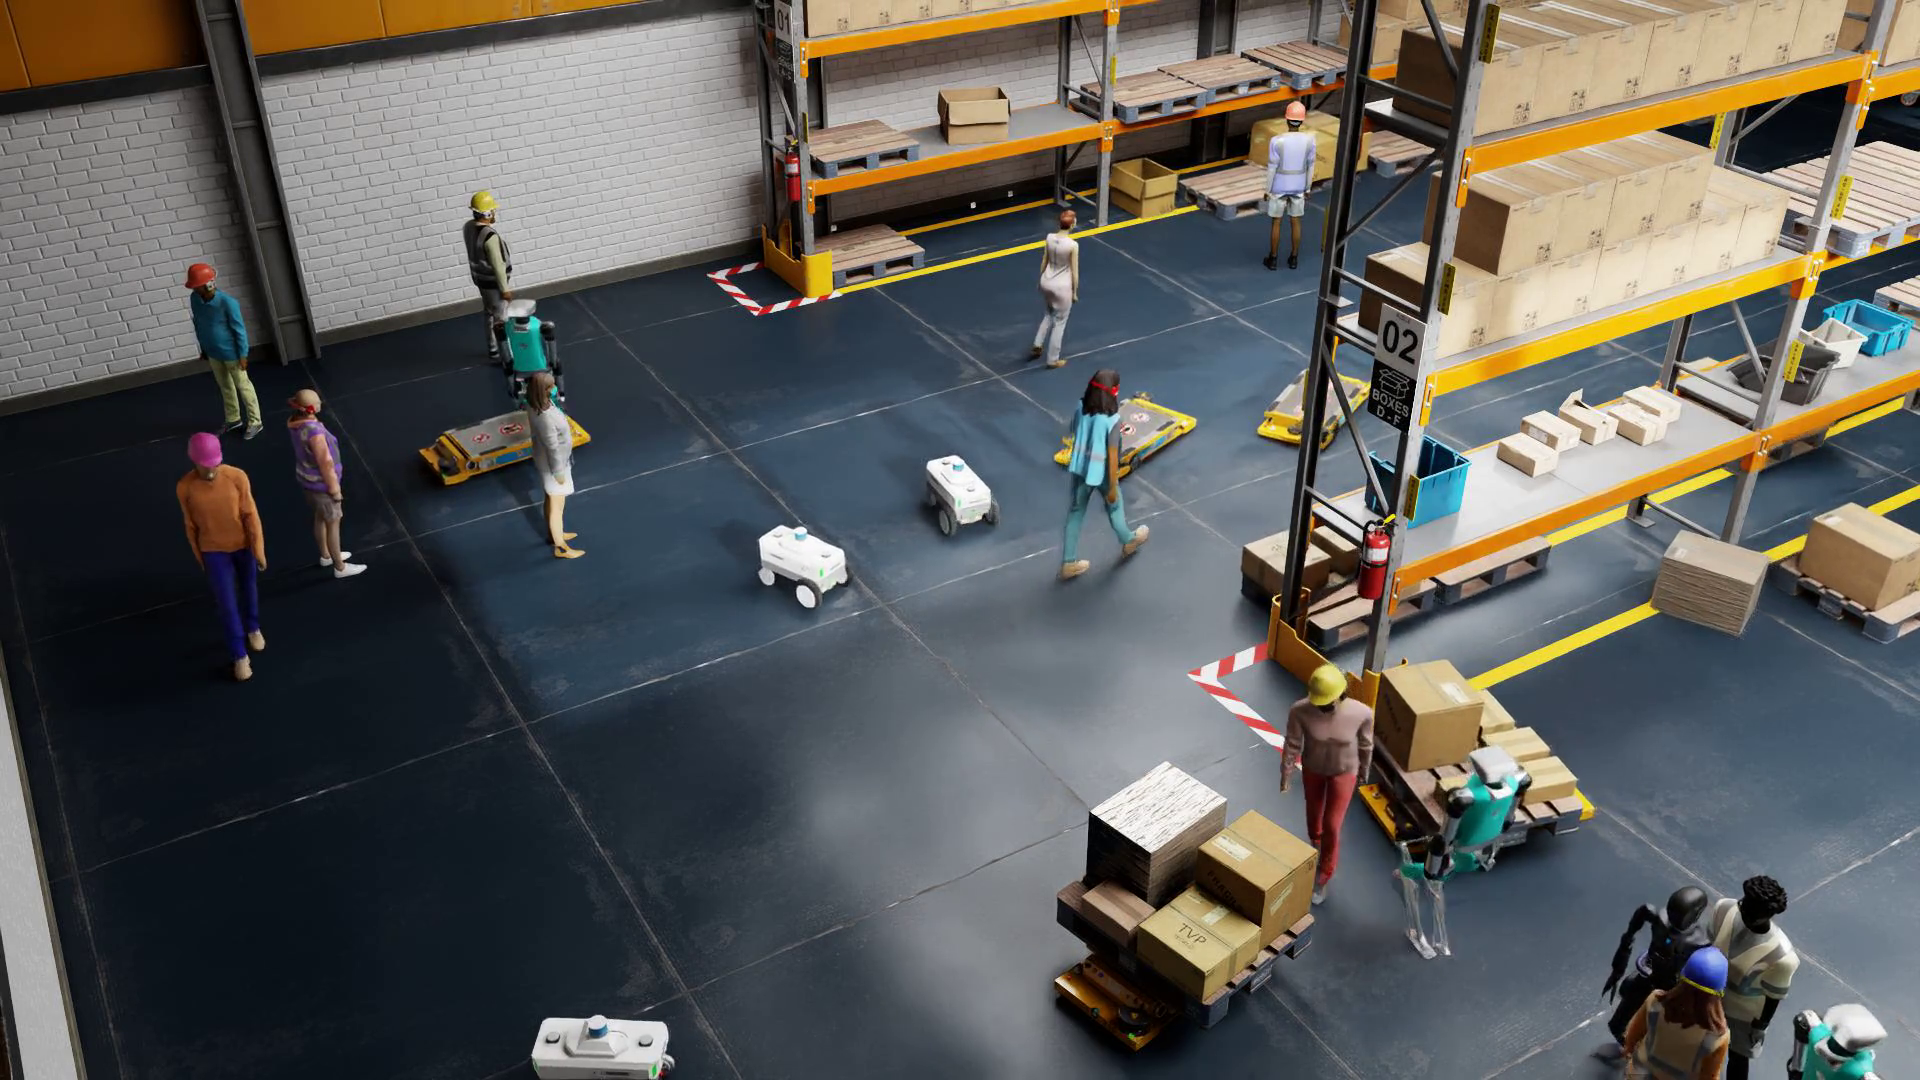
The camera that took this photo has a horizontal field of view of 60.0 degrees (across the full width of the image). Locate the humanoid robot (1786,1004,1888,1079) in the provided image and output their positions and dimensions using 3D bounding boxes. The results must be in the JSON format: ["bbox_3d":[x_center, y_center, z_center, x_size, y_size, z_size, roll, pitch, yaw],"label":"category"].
[{"bbox_3d":[4.366,2.879,8.130,0.935,1.745,0.531,-10,33,-16],"label":"humanoid robot"}]

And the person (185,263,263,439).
[{"bbox_3d":[-6.890,-1.770,15.515,0.560,1.744,0.335,13,34,19],"label":"person"}]

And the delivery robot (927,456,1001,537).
[{"bbox_3d":[-0.008,-0.421,14.471,0.499,0.579,0.753,-14,35,-21],"label":"delivery robot"}]

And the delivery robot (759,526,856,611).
[{"bbox_3d":[-1.258,0.190,13.524,0.786,0.608,0.499,21,38,30],"label":"delivery robot"}]

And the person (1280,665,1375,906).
[{"bbox_3d":[2.270,1.473,10.364,0.532,1.715,0.732,11,34,16],"label":"person"}]

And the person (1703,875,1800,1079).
[{"bbox_3d":[4.119,2.434,8.865,0.322,1.690,0.531,-14,35,-21],"label":"person"}]

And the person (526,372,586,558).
[{"bbox_3d":[-3.360,-0.635,13.784,0.335,1.659,0.497,-12,34,-18],"label":"person"}]

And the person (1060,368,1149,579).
[{"bbox_3d":[1.197,-0.580,13.546,0.534,1.821,0.957,27,41,36],"label":"person"}]

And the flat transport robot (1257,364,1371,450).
[{"bbox_3d":[3.469,-1.306,16.167,0.659,0.231,1.431,17,36,25],"label":"flat transport robot"}]

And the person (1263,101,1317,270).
[{"bbox_3d":[3.731,-4.027,18.938,0.549,1.935,0.373,-2,32,-4],"label":"person"}]

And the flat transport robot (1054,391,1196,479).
[{"bbox_3d":[1.565,-0.979,15.645,0.659,0.231,1.431,23,39,32],"label":"flat transport robot"}]

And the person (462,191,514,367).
[{"bbox_3d":[-4.733,-2.644,16.844,0.403,1.824,0.591,-24,39,-33],"label":"person"}]

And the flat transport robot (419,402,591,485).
[{"bbox_3d":[-4.252,-0.916,15.545,1.431,0.231,0.659,-21,38,-29],"label":"flat transport robot"}]

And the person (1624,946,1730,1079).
[{"bbox_3d":[3.589,2.694,8.411,0.493,1.723,0.960,24,39,33],"label":"person"}]

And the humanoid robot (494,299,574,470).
[{"bbox_3d":[-3.768,-1.383,14.958,0.530,1.845,0.689,0,32,0],"label":"humanoid robot"}]

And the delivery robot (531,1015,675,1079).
[{"bbox_3d":[-1.987,2.876,9.221,0.791,0.587,0.499,1,32,2],"label":"delivery robot"}]

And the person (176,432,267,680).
[{"bbox_3d":[-5.422,0.090,12.363,0.508,1.950,0.822,-16,35,-23],"label":"person"}]

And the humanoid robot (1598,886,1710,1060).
[{"bbox_3d":[3.779,2.415,8.914,0.468,1.647,0.598,-21,38,-30],"label":"humanoid robot"}]

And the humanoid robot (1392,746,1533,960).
[{"bbox_3d":[2.862,1.807,9.839,0.549,1.781,0.801,-13,34,-20],"label":"humanoid robot"}]

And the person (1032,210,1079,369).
[{"bbox_3d":[0.983,-2.541,16.854,0.463,1.630,0.439,25,40,34],"label":"person"}]

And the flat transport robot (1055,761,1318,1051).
[{"bbox_3d":[1.307,2.488,10.116,1.431,0.231,0.659,-26,41,-35],"label":"flat transport robot"}]

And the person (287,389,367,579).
[{"bbox_3d":[-5.173,-0.458,13.479,0.346,1.686,0.489,-25,40,-34],"label":"person"}]

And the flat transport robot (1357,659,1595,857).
[{"bbox_3d":[3.503,1.744,11.303,1.431,0.231,0.659,-8,33,-13],"label":"flat transport robot"}]
